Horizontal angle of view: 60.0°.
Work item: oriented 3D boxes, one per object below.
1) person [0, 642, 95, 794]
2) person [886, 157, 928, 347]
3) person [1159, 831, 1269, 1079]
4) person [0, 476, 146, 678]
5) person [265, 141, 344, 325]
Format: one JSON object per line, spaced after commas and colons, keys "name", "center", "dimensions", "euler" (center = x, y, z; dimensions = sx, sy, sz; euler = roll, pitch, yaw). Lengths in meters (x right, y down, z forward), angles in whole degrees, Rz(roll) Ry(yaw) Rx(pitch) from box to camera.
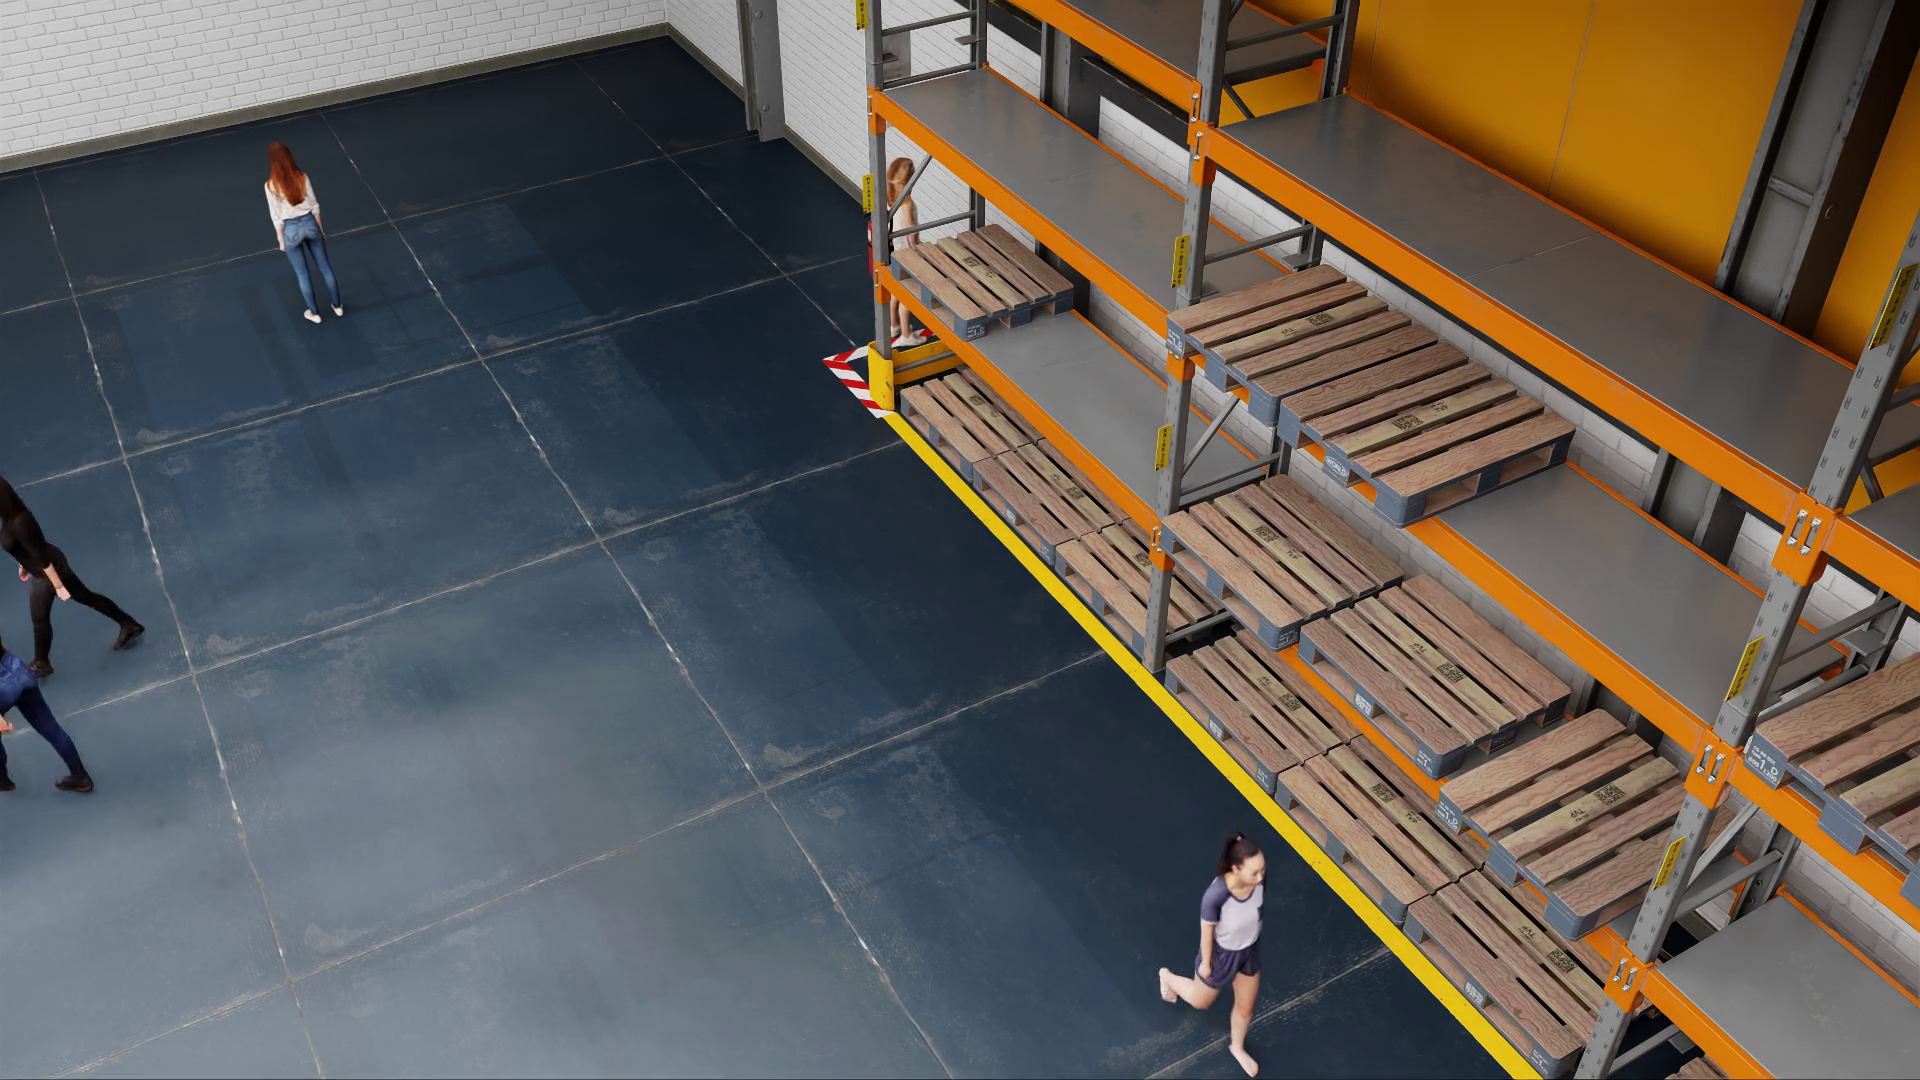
{"name": "person", "center": [-5.788, 0.956, 10.266], "dimensions": [1.010, 1.705, 1.012], "euler": [5, 39, 6]}
{"name": "person", "center": [-0.517, -2.524, 14.585], "dimensions": [0.622, 1.753, 0.436], "euler": [-19, 42, -22]}
{"name": "person", "center": [1.365, 2.145, 8.842], "dimensions": [0.602, 1.625, 0.936], "euler": [-19, 43, -23]}
{"name": "person", "center": [-6.108, 0.198, 11.303], "dimensions": [0.666, 1.595, 1.024], "euler": [-21, 43, -24]}
{"name": "person", "center": [-5.907, -2.760, 14.901], "dimensions": [0.607, 1.728, 0.537], "euler": [-26, 45, -29]}
